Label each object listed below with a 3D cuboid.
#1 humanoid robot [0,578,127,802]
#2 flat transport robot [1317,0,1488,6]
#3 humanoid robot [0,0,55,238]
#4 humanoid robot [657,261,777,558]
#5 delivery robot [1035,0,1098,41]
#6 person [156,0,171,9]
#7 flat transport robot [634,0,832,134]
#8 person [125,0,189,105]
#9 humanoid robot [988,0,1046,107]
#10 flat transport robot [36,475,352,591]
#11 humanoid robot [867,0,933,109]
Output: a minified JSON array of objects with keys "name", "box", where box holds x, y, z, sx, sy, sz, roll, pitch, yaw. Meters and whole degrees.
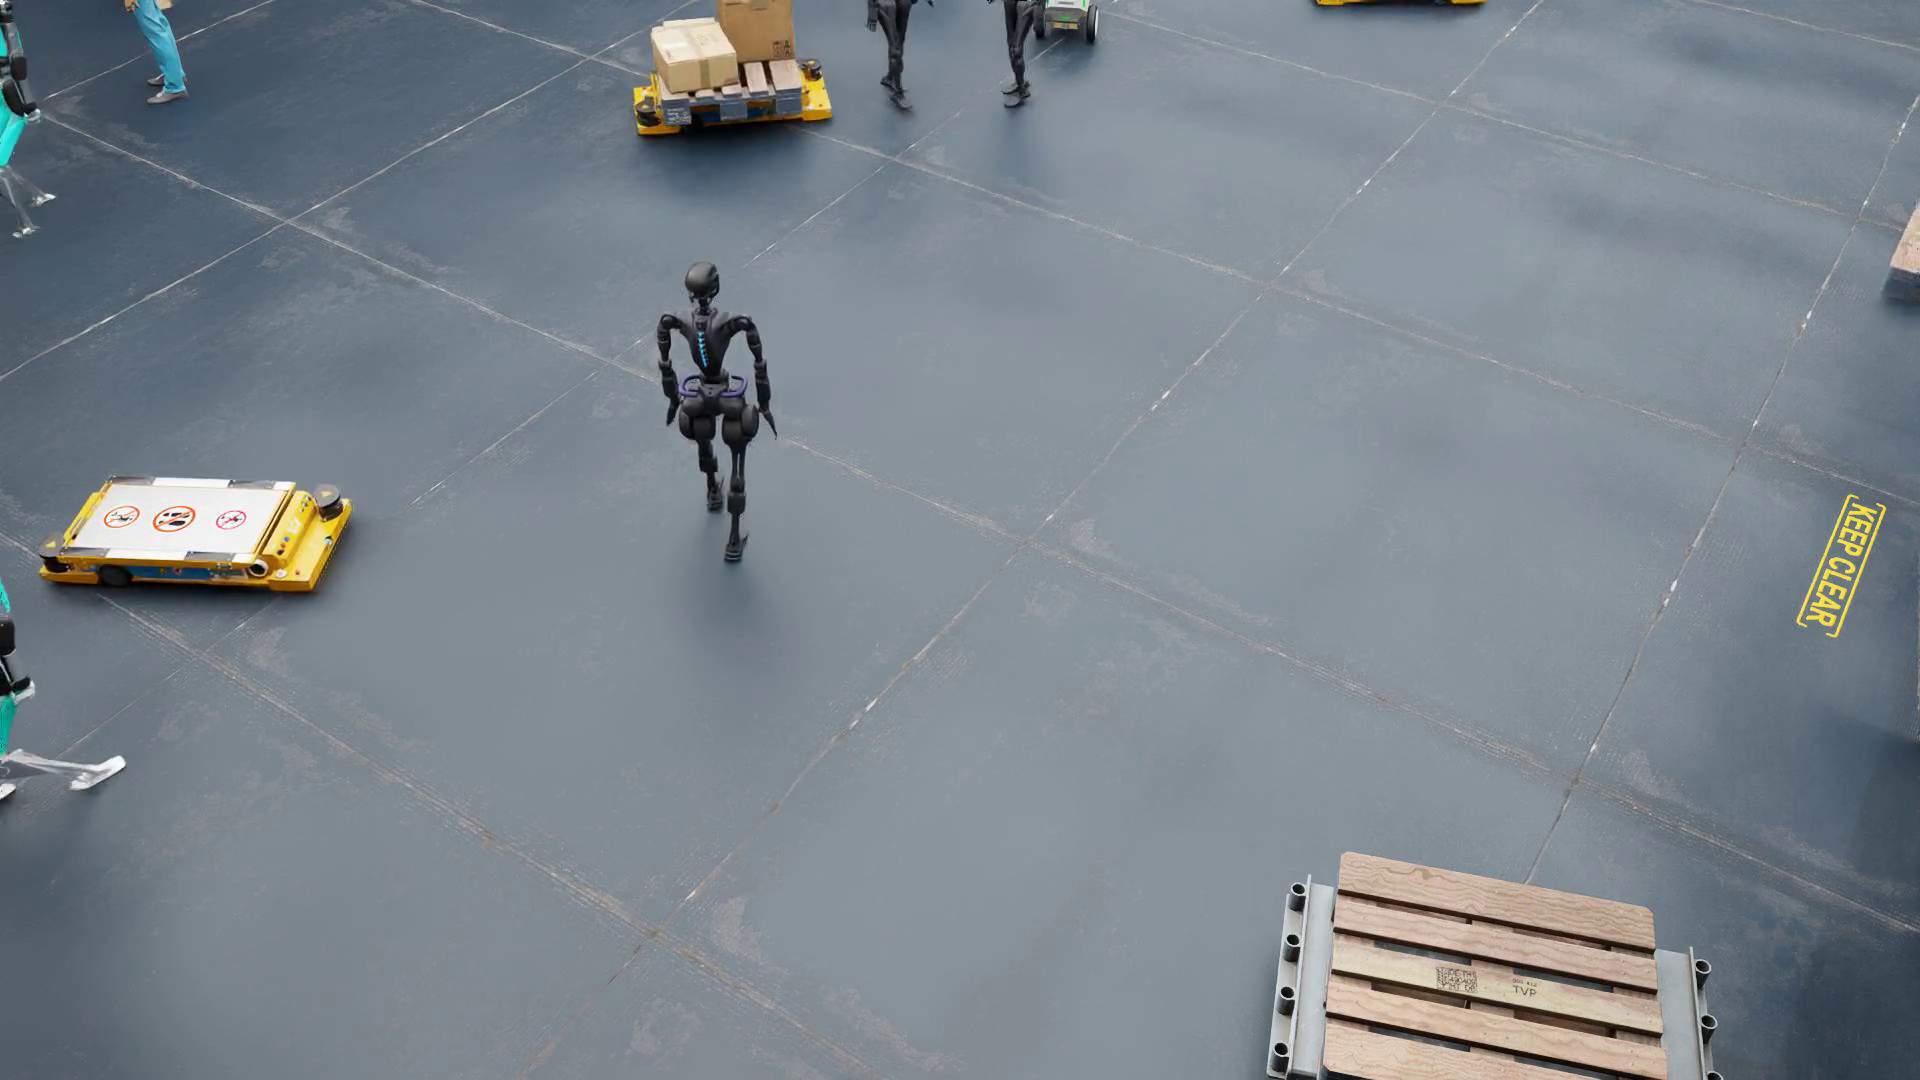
[{"name":"humanoid robot","box":[-4.280,0.591,7.036,0.546,1.781,0.886,32,51,30]},{"name":"flat transport robot","box":[3.698,-4.768,14.115,1.431,0.231,0.659,-1,42,-2]},{"name":"humanoid robot","box":[-6.401,-2.843,10.888,0.530,1.798,0.808,32,51,31]},{"name":"humanoid robot","box":[-1.238,-0.723,8.550,0.589,1.628,0.720,2,42,2]},{"name":"delivery robot","box":[0.891,-4.418,13.507,0.499,0.592,0.774,6,42,6]},{"name":"person","box":[-6.805,-5.147,13.431,0.304,1.742,0.491,-20,46,-21]},{"name":"flat transport robot","box":[-1.720,-3.335,12.512,1.431,0.231,0.659,-7,42,-8]},{"name":"person","box":[-6.059,-4.132,12.217,0.389,1.849,0.564,-12,43,-13]},{"name":"humanoid robot","box":[0.397,-4.033,12.233,0.445,1.646,0.610,-29,49,-28]},{"name":"flat transport robot","box":[-4.048,-0.034,8.817,1.431,0.231,0.659,2,42,2]},{"name":"humanoid robot","box":[-0.459,-4.042,12.251,0.584,1.644,0.483,-33,51,-31]}]
